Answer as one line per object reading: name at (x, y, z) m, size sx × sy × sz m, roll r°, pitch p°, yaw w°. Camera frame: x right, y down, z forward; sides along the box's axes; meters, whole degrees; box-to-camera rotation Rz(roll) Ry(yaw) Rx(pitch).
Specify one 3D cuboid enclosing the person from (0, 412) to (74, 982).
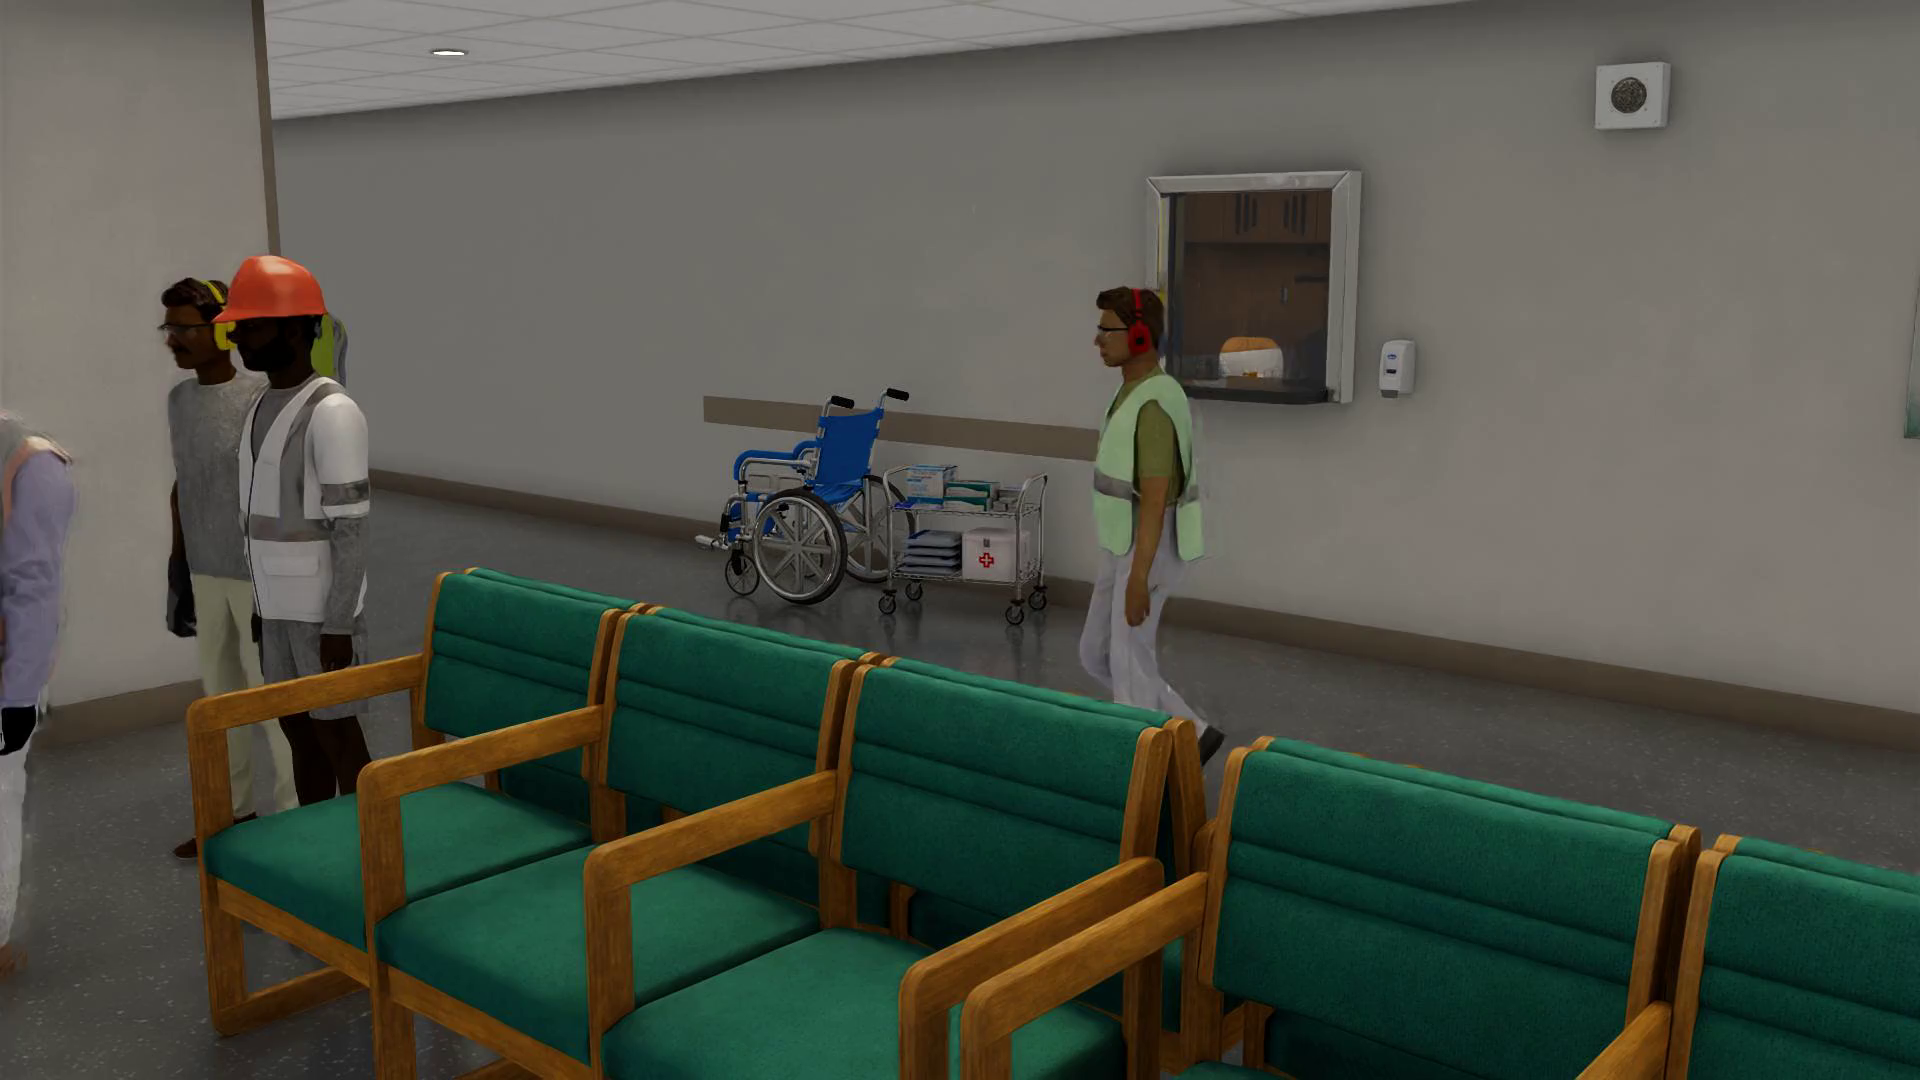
person at (-2.524, 0.335, 4.196) m, size 0.655 × 1.802 × 0.523 m, roll -1°, pitch 10°, yaw -5°

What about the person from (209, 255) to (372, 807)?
person at (-1.883, 0.171, 4.739) m, size 0.545 × 1.938 × 0.360 m, roll 9°, pitch 13°, yaw 41°

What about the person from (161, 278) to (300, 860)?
person at (-2.293, 0.122, 5.244) m, size 0.562 × 1.858 × 0.344 m, roll 5°, pitch 11°, yaw 25°

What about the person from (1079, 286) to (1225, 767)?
person at (0.624, 0.063, 5.638) m, size 0.472 × 1.832 × 0.593 m, roll 0°, pitch 10°, yaw -2°
